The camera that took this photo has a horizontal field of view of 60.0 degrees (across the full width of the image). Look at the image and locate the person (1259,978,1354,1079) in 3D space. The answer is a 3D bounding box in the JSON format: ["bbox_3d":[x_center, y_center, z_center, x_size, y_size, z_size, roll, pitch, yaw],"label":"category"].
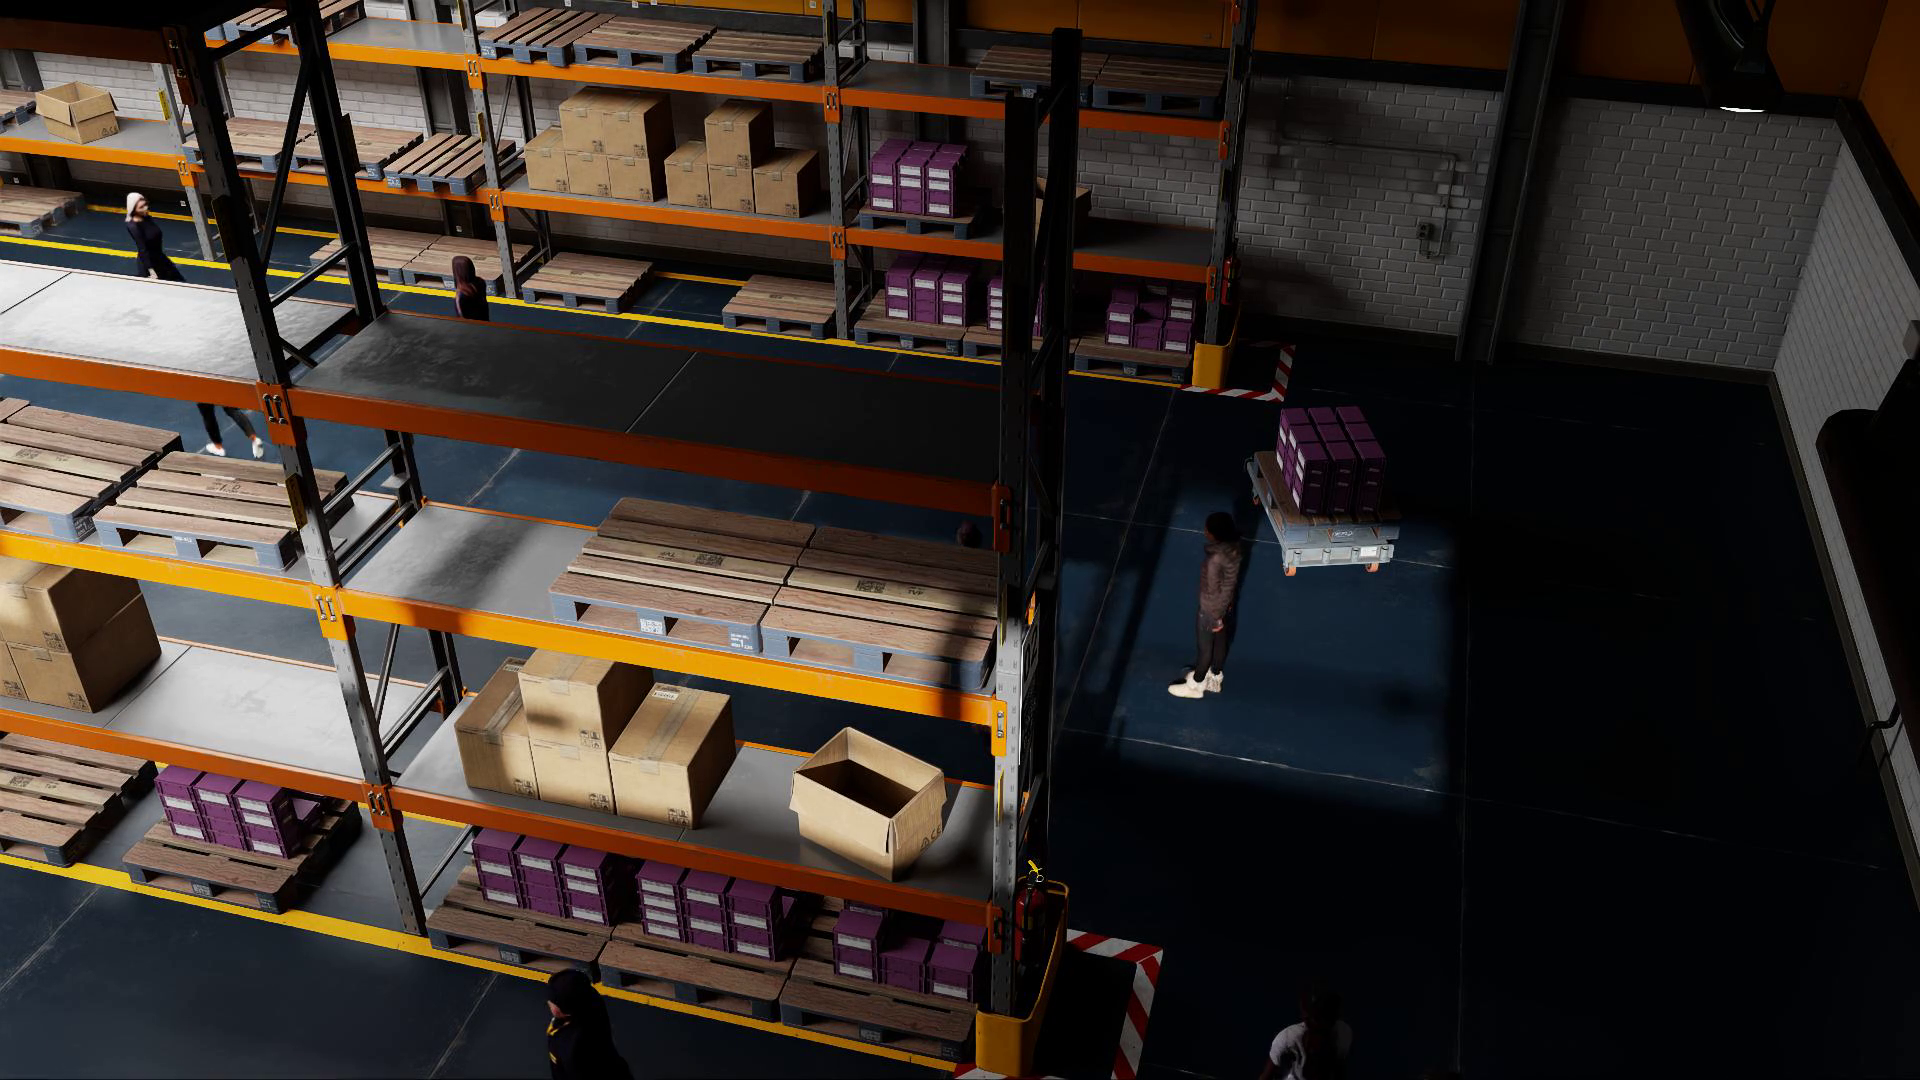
[{"bbox_3d":[1.852,3.042,8.801,0.760,1.709,0.824,-12,36,-18],"label":"person"}]

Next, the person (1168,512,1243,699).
[{"bbox_3d":[1.935,0.490,12.682,0.630,1.662,0.700,9,35,13],"label":"person"}]

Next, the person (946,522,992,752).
[{"bbox_3d":[0.116,0.710,12.209,1.085,1.819,1.171,-20,38,-27],"label":"person"}]

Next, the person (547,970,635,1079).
[{"bbox_3d":[-1.901,2.950,9.011,1.160,1.629,0.836,1,34,1],"label":"person"}]

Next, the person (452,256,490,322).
[{"bbox_3d":[-4.845,-2.091,16.616,0.515,1.606,0.595,10,35,15],"label":"person"}]
